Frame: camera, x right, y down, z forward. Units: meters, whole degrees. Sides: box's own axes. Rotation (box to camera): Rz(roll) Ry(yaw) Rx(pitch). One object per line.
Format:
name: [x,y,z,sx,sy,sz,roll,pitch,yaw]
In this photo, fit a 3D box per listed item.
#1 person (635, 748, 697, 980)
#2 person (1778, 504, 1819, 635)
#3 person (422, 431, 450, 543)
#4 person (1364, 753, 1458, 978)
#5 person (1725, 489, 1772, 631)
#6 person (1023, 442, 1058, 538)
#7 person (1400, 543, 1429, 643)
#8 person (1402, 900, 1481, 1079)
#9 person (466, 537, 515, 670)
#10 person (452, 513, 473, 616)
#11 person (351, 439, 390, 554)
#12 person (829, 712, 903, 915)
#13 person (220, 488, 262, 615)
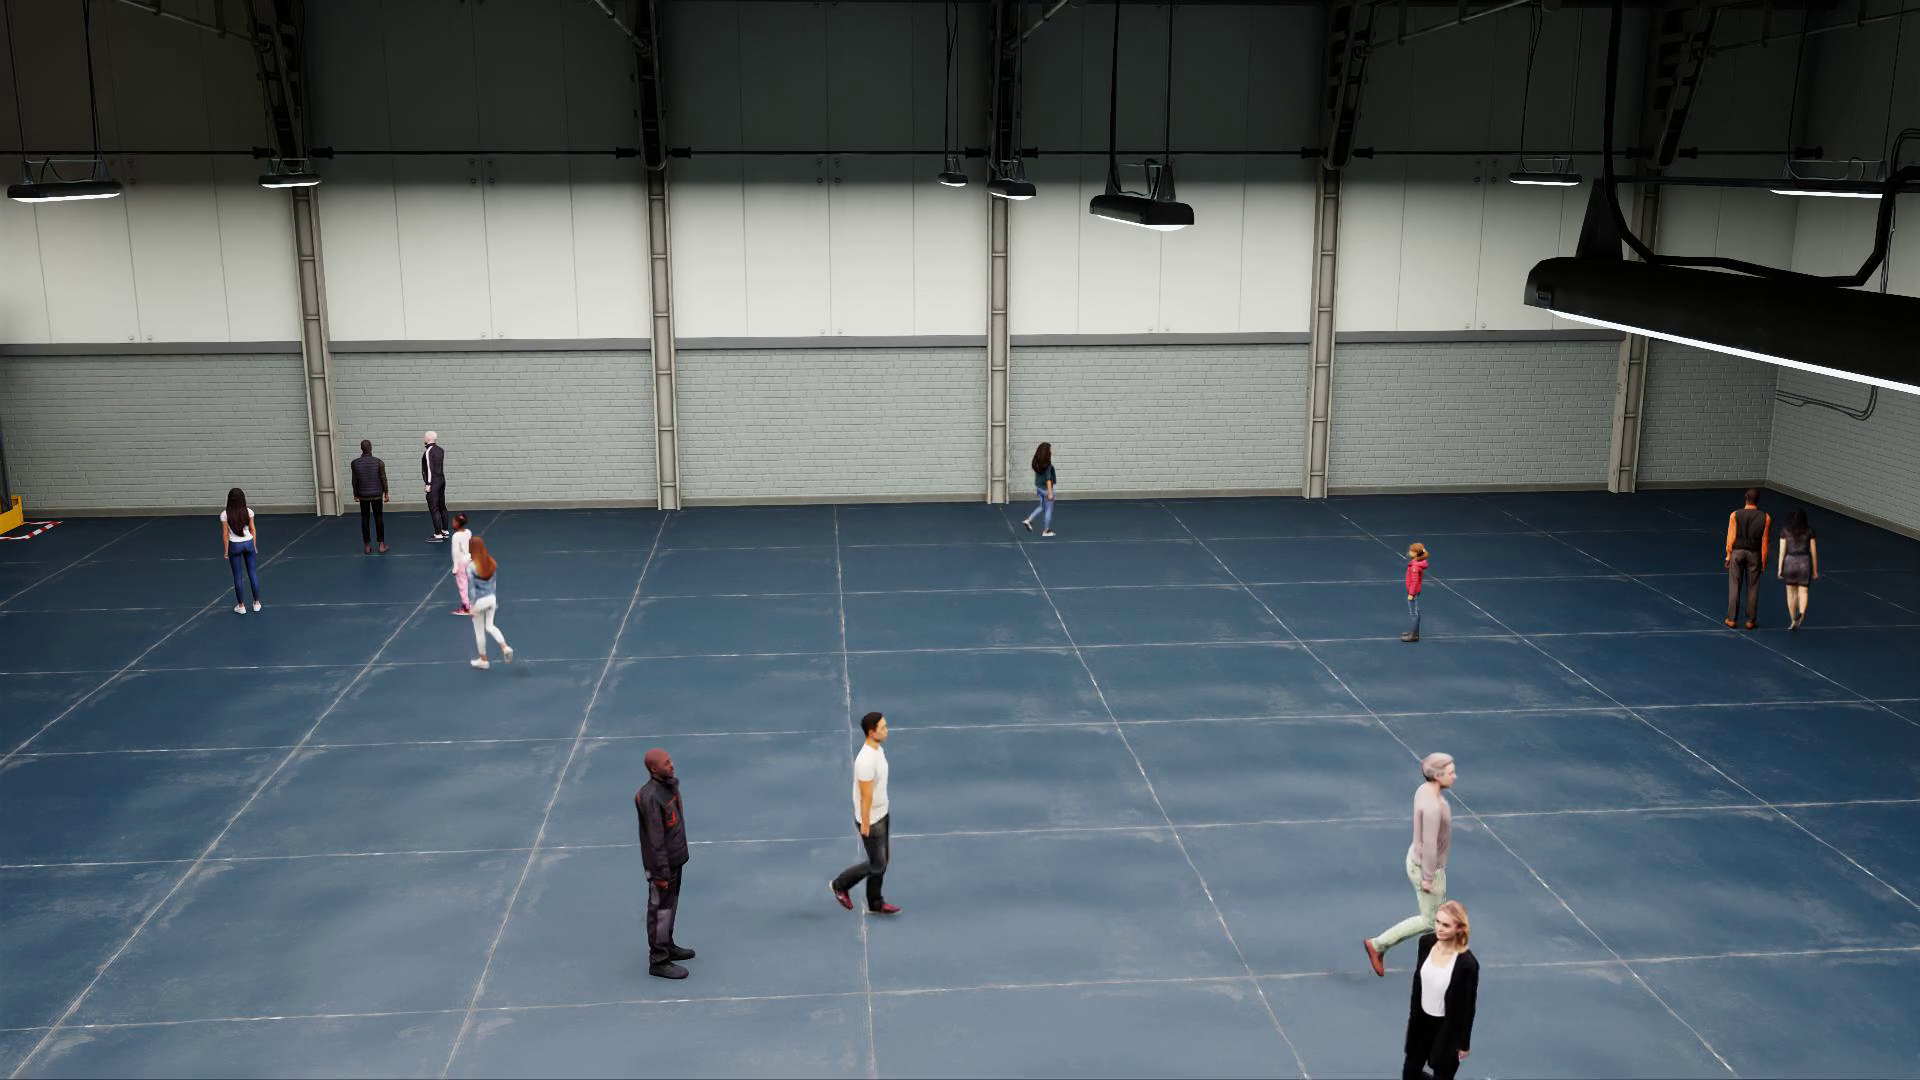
person: [-2.337,2.483,12.986,0.613,1.825,0.706,0,13,-1]
person: [11.026,0.442,21.940,1.035,1.762,0.970,5,14,22]
person: [-8.697,-0.904,27.586,0.648,1.837,0.720,2,13,7]
person: [3.498,2.522,12.749,1.088,1.855,0.860,3,13,11]
person: [10.621,0.245,22.467,0.731,1.907,0.852,5,14,22]
person: [1.351,-0.826,27.768,0.891,1.603,0.740,-6,14,-24]
person: [5.992,0.679,21.898,0.612,1.318,0.586,5,14,20]
person: [3.081,3.080,10.486,0.925,1.789,0.833,-9,16,-34]
person: [-5.822,0.800,20.558,0.986,1.688,0.890,8,15,31]
person: [-6.918,0.316,23.187,0.611,1.445,0.620,4,14,18]
person: [-9.494,-0.712,26.762,0.492,1.835,0.762,-2,13,-7]
person: [-0.821,2.299,13.857,0.907,1.790,0.772,2,13,9]
person: [-10.031,0.138,23.223,0.611,1.775,0.726,-9,16,-34]
